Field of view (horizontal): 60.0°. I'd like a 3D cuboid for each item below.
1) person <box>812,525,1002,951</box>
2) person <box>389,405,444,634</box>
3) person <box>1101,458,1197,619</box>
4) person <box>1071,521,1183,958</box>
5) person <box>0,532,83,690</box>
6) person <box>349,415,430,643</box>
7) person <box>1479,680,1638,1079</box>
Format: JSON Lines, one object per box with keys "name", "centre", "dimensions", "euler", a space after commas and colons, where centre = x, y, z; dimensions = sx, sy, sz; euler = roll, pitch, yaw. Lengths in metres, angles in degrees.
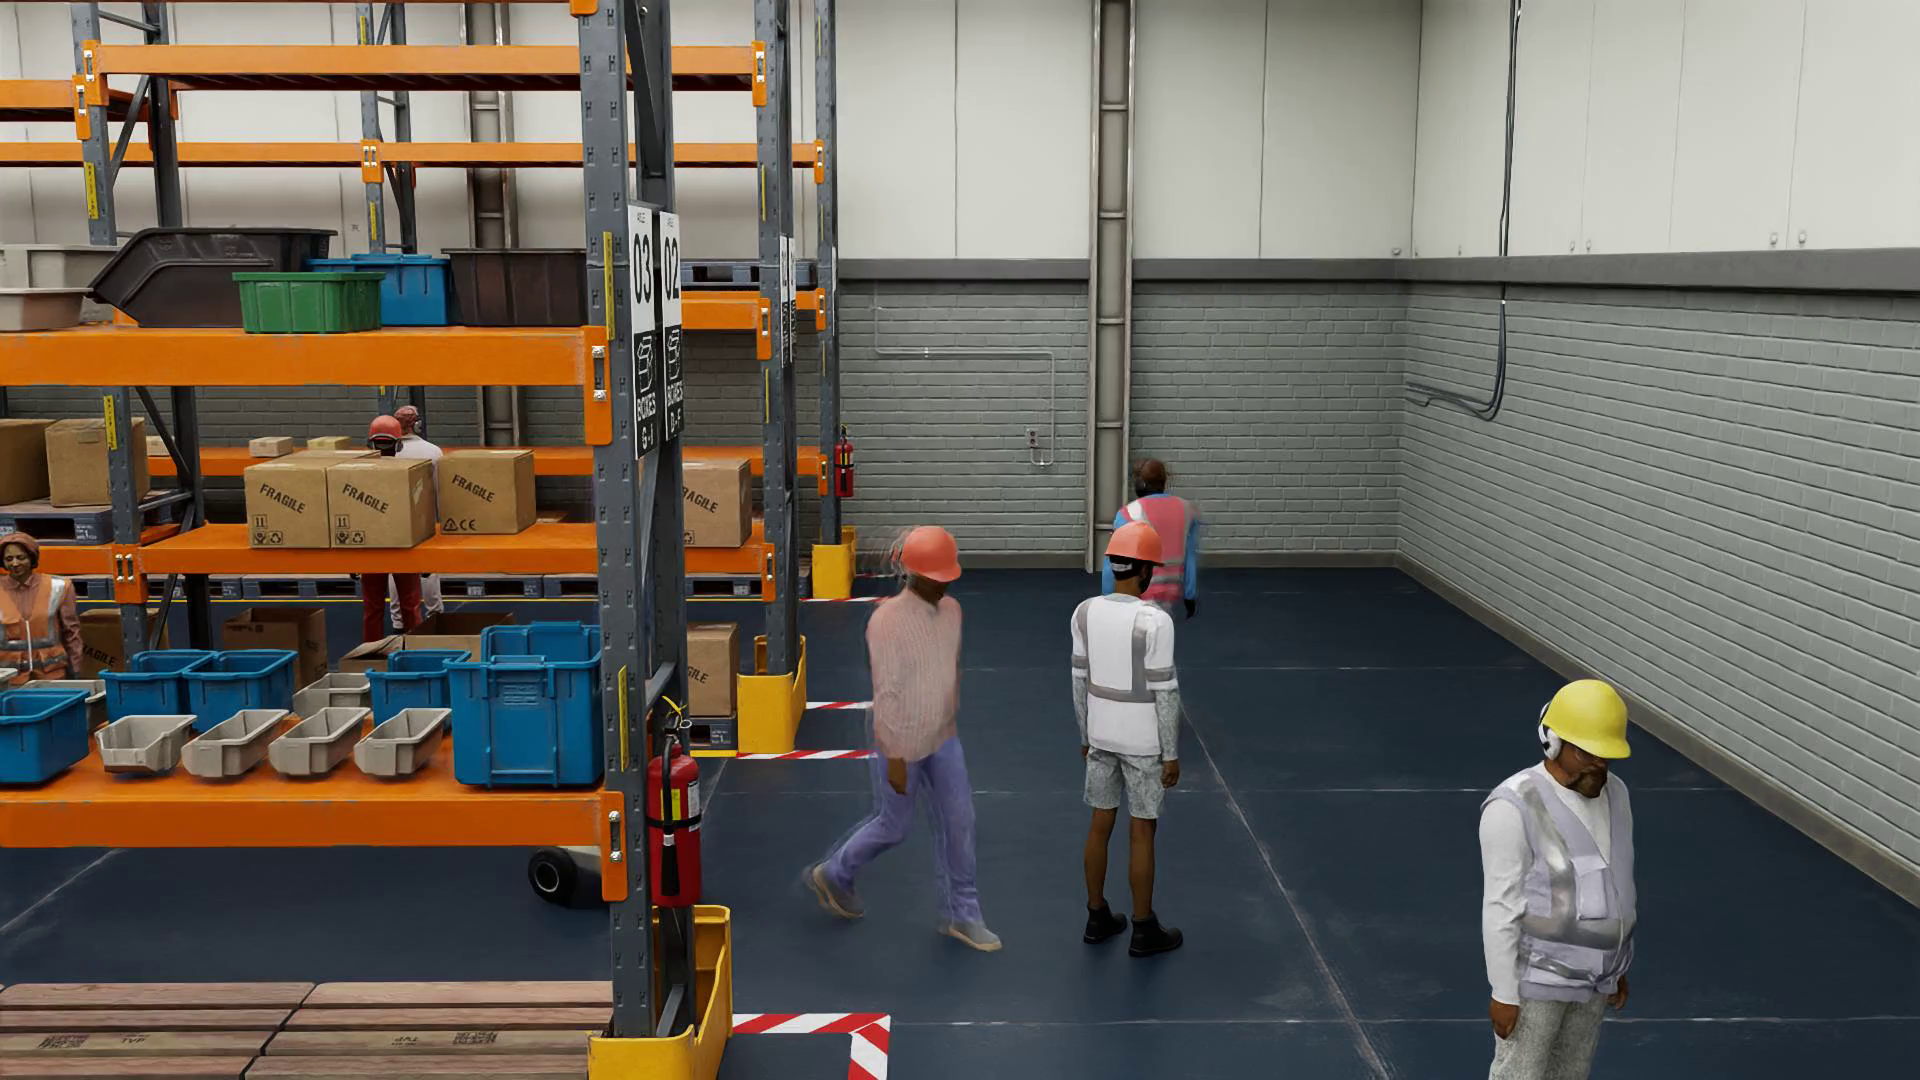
{"name": "person", "centre": [-0.261, 0.863, 7.486], "dimensions": [0.867, 1.941, 0.617], "euler": [8, 12, 40]}
{"name": "person", "centre": [-4.548, -0.163, 13.835], "dimensions": [0.641, 1.908, 0.407], "euler": [0, 9, -1]}
{"name": "person", "centre": [1.195, 0.346, 11.063], "dimensions": [0.636, 1.789, 0.945], "euler": [-6, 11, -34]}
{"name": "person", "centre": [0.755, 0.877, 7.391], "dimensions": [0.542, 1.929, 0.373], "euler": [8, 12, 41]}
{"name": "person", "centre": [-5.071, 0.756, 9.069], "dimensions": [0.528, 1.627, 0.324], "euler": [-5, 11, -30]}
{"name": "person", "centre": [-4.129, 0.092, 12.049], "dimensions": [0.622, 1.987, 0.421], "euler": [-3, 10, -20]}
{"name": "person", "centre": [1.833, 1.309, 5.067], "dimensions": [0.586, 1.823, 0.403], "euler": [-6, 11, -32]}
